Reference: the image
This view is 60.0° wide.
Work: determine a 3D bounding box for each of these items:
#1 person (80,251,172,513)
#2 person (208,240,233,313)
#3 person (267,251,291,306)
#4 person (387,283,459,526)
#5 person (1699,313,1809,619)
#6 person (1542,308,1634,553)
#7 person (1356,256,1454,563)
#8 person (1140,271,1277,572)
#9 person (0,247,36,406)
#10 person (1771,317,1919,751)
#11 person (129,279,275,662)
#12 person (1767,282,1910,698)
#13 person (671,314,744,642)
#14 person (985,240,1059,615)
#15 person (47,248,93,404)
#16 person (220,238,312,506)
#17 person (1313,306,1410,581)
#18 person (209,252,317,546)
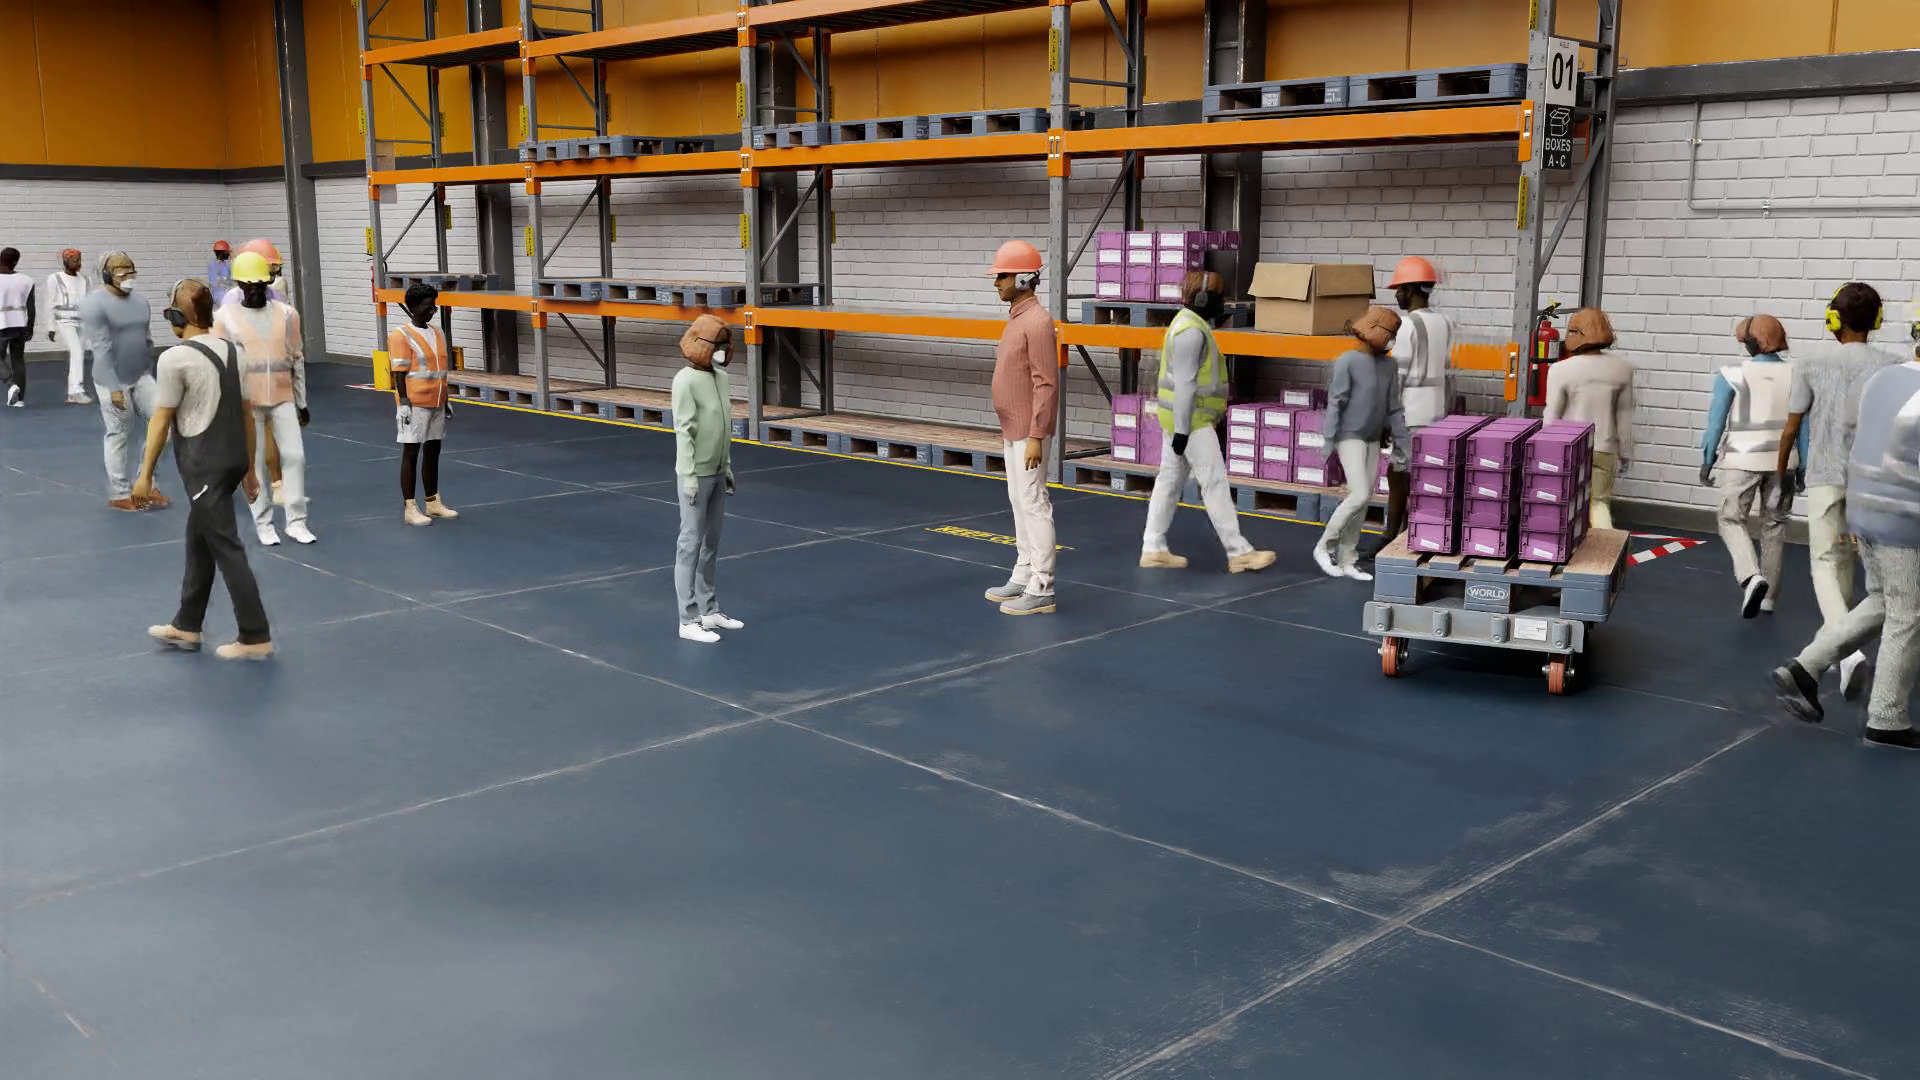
[{"bbox_3d":[-6.027,-1.124,12.038,0.524,1.912,0.635,3,11,18],"label":"person"},{"bbox_3d":[-12.193,-3.982,27.547,0.548,1.934,0.374,9,13,39],"label":"person"},{"bbox_3d":[-8.776,-2.790,21.326,0.600,1.829,0.404,6,12,28],"label":"person"},{"bbox_3d":[-3.775,-0.955,11.705,0.319,1.693,0.532,4,11,20],"label":"person"},{"bbox_3d":[4.211,-0.372,8.718,0.544,1.615,0.594,1,10,4],"label":"person"},{"bbox_3d":[3.545,-0.496,9.394,0.526,1.616,0.430,0,10,-1],"label":"person"},{"bbox_3d":[2.807,-0.743,9.980,0.855,1.905,0.555,9,14,40],"label":"person"},{"bbox_3d":[1.519,-0.702,10.012,0.911,1.800,0.638,1,10,5],"label":"person"},{"bbox_3d":[-11.192,-2.491,19.568,0.571,1.879,0.630,10,14,43],"label":"person"},{"bbox_3d":[3.629,-0.048,6.485,0.604,1.799,0.627,0,10,1],"label":"person"},{"bbox_3d":[-3.666,-0.318,7.890,0.860,1.806,0.542,2,11,11],"label":"person"},{"bbox_3d":[3.947,-0.232,7.433,0.527,1.829,0.897,2,11,12],"label":"person"},{"bbox_3d":[-1.274,-0.317,8.384,0.287,1.633,0.498,3,11,18],"label":"person"},{"bbox_3d":[0.329,-0.597,8.927,0.397,1.991,0.621,-2,11,-11],"label":"person"},{"bbox_3d":[-10.617,-2.566,20.023,0.684,1.856,0.607,4,11,21],"label":"person"},{"bbox_3d":[-5.346,-1.252,12.499,0.916,2.014,0.623,3,11,16],"label":"person"},{"bbox_3d":[2.383,-0.556,9.747,0.536,1.614,0.375,-8,13,-39],"label":"person"},{"bbox_3d":[-4.476,-0.892,10.737,0.622,1.910,0.602,-9,14,-40],"label":"person"}]
